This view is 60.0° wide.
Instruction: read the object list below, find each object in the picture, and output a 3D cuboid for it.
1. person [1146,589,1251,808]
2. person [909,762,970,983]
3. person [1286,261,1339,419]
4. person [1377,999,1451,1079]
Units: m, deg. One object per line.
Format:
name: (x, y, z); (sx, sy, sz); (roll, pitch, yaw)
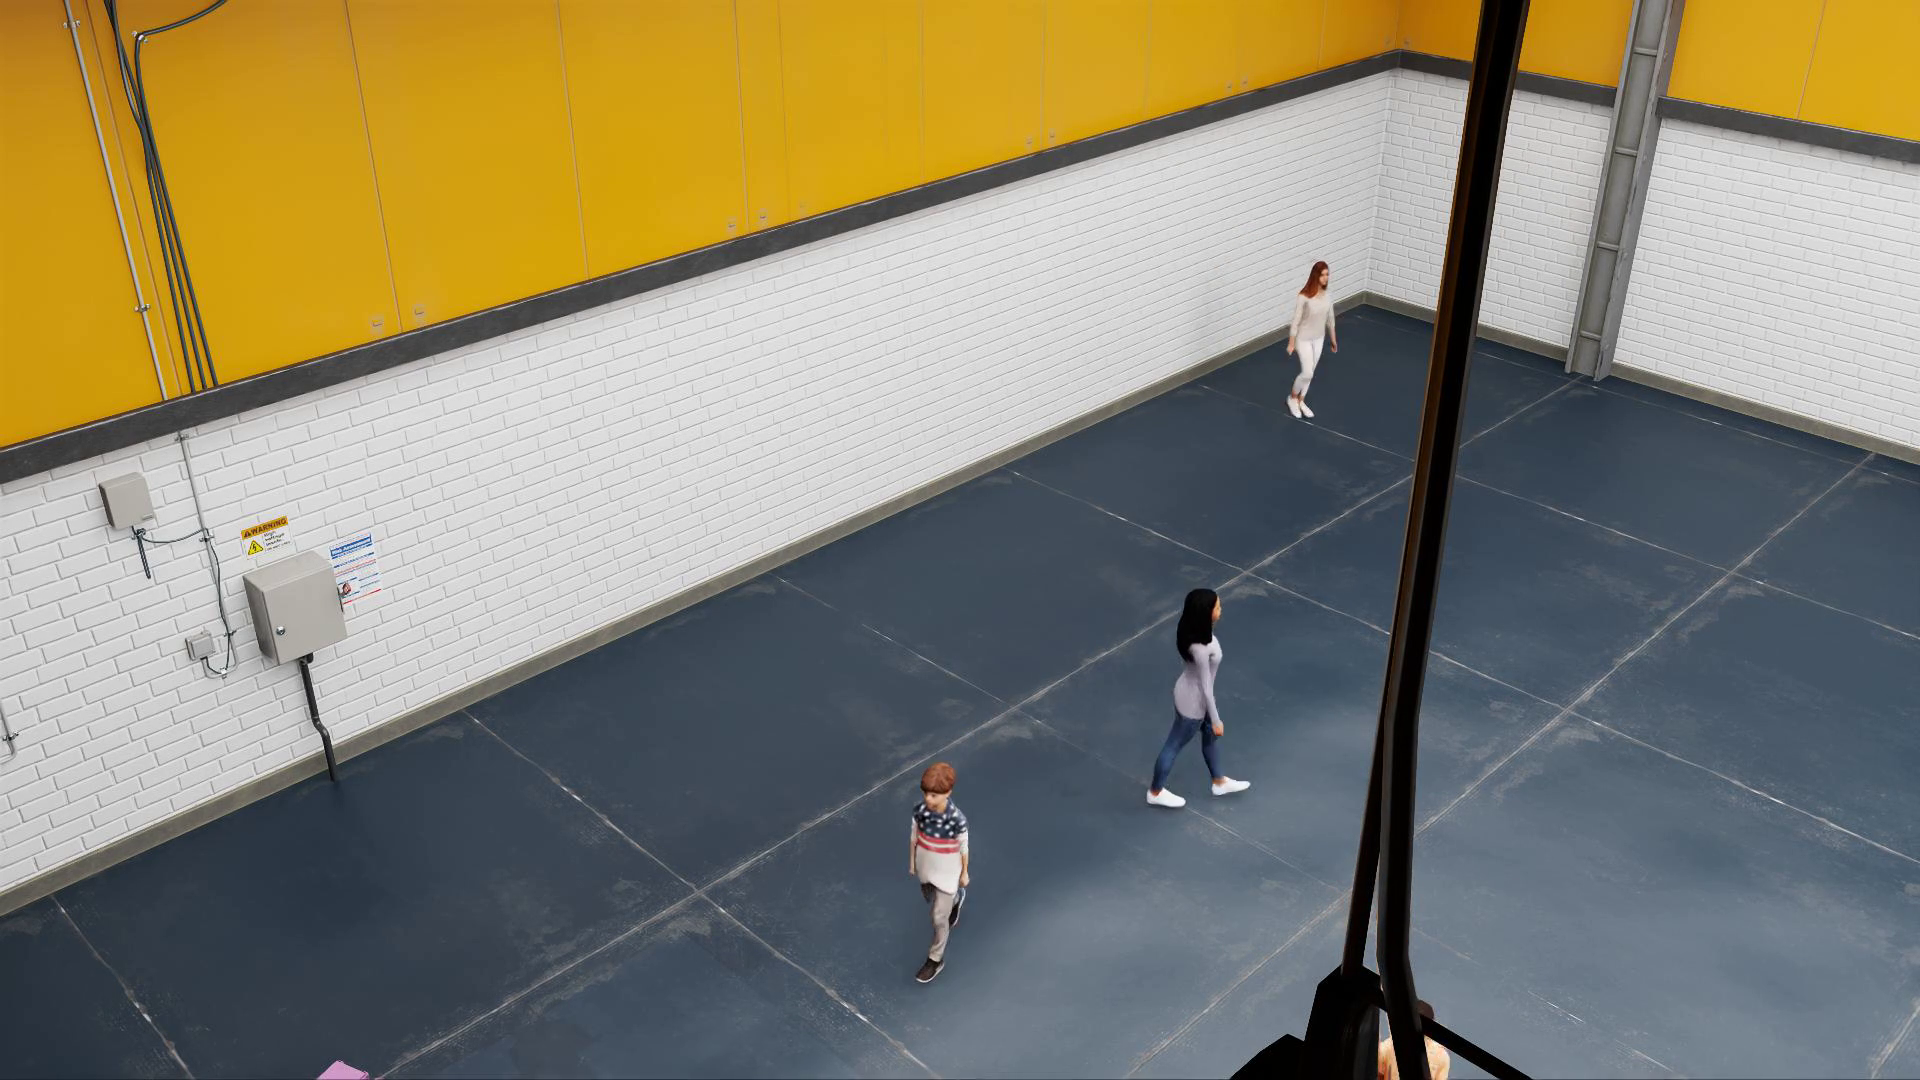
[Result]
person: (1.470, 1.107, 11.239); (1.063, 1.708, 0.983); (2, 29, 4)
person: (-0.098, 1.922, 10.046); (0.931, 1.419, 0.760); (15, 32, 25)
person: (3.527, -2.086, 17.107); (0.663, 1.693, 0.653); (-19, 34, -31)
person: (2.228, 2.843, 8.335); (0.941, 1.440, 0.985); (1, 29, 1)
